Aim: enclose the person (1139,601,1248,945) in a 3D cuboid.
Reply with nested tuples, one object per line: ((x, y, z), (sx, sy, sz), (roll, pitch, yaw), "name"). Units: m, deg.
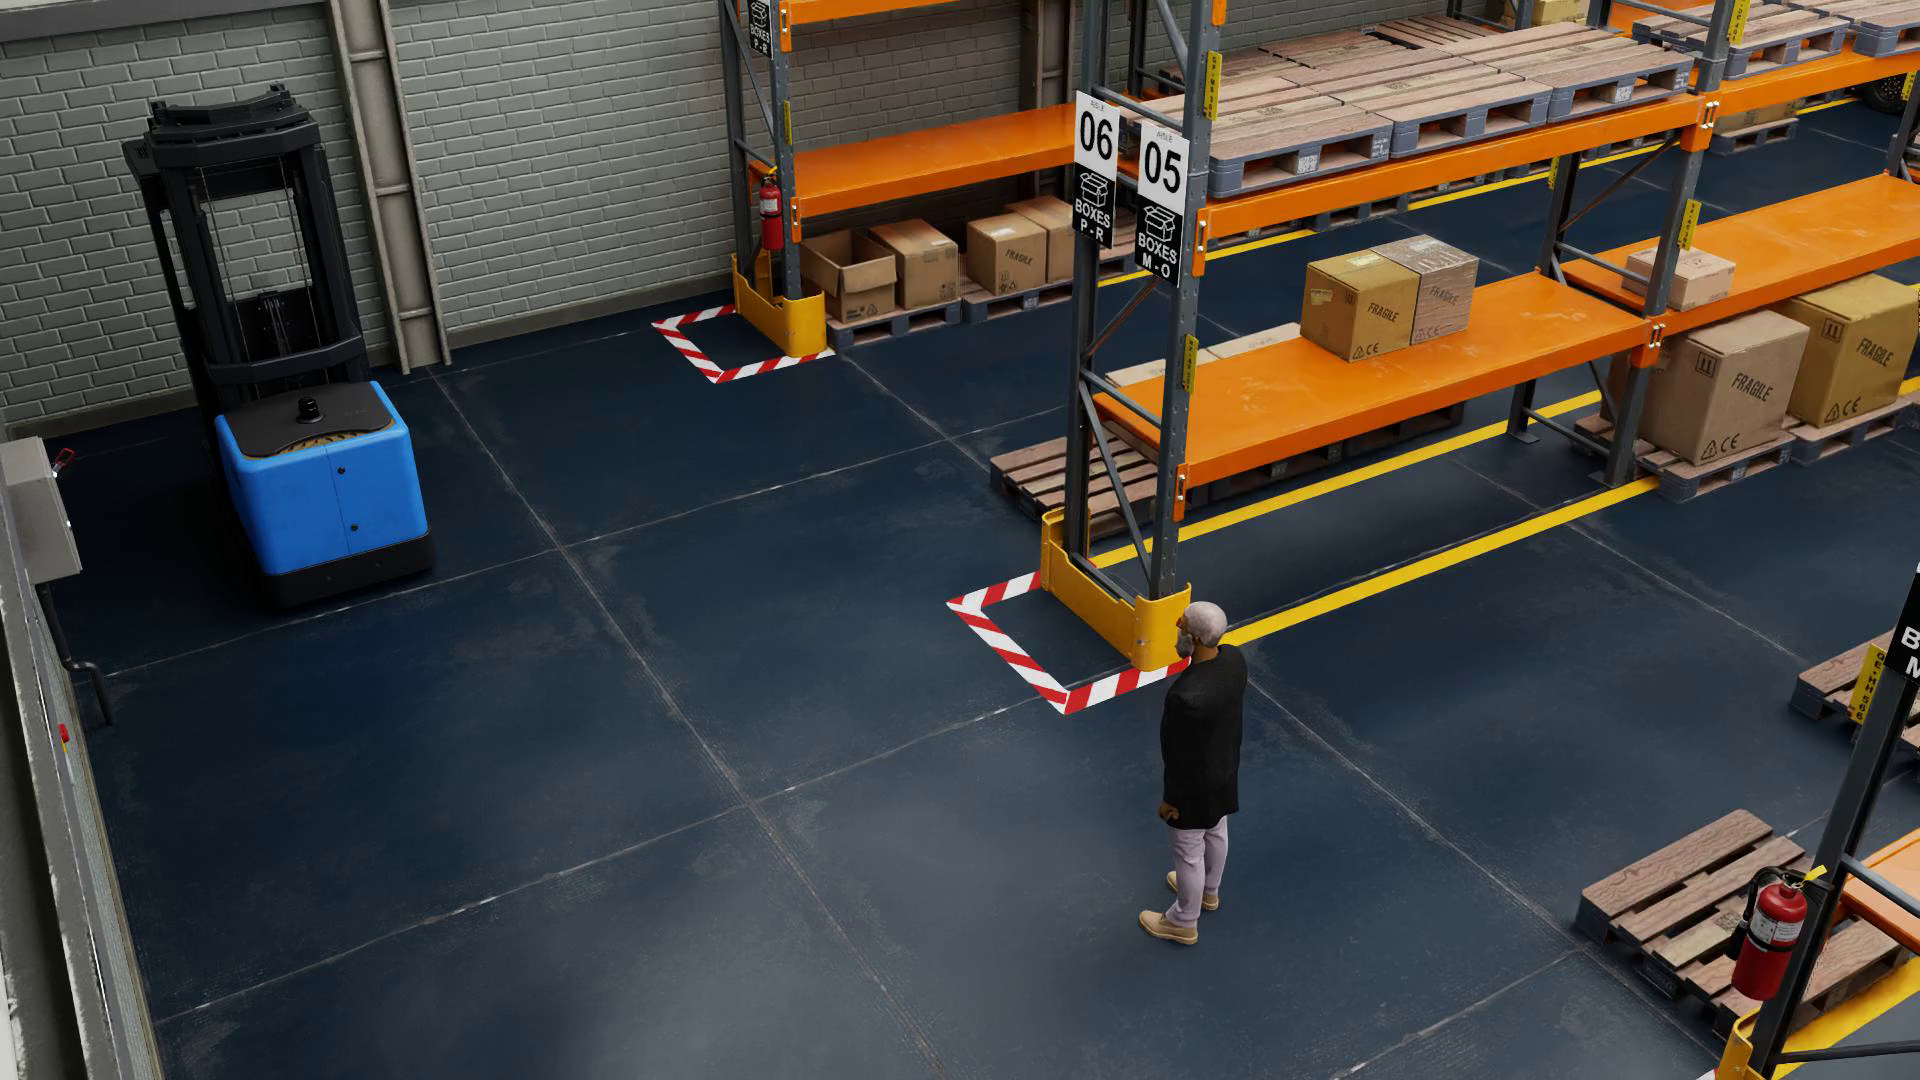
((1.099, 1.083, 7.682), (0.412, 1.856, 0.533), (20, 37, 29), "person")

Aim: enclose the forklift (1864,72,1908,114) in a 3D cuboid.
((11.468, -5.645, 18.244), (1.214, 2.155, 2.313), (-17, 36, -26), "forklift")

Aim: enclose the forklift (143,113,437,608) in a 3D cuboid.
((-4.289, -1.259, 10.509), (1.129, 2.768, 1.873), (-17, 36, -26), "forklift")
